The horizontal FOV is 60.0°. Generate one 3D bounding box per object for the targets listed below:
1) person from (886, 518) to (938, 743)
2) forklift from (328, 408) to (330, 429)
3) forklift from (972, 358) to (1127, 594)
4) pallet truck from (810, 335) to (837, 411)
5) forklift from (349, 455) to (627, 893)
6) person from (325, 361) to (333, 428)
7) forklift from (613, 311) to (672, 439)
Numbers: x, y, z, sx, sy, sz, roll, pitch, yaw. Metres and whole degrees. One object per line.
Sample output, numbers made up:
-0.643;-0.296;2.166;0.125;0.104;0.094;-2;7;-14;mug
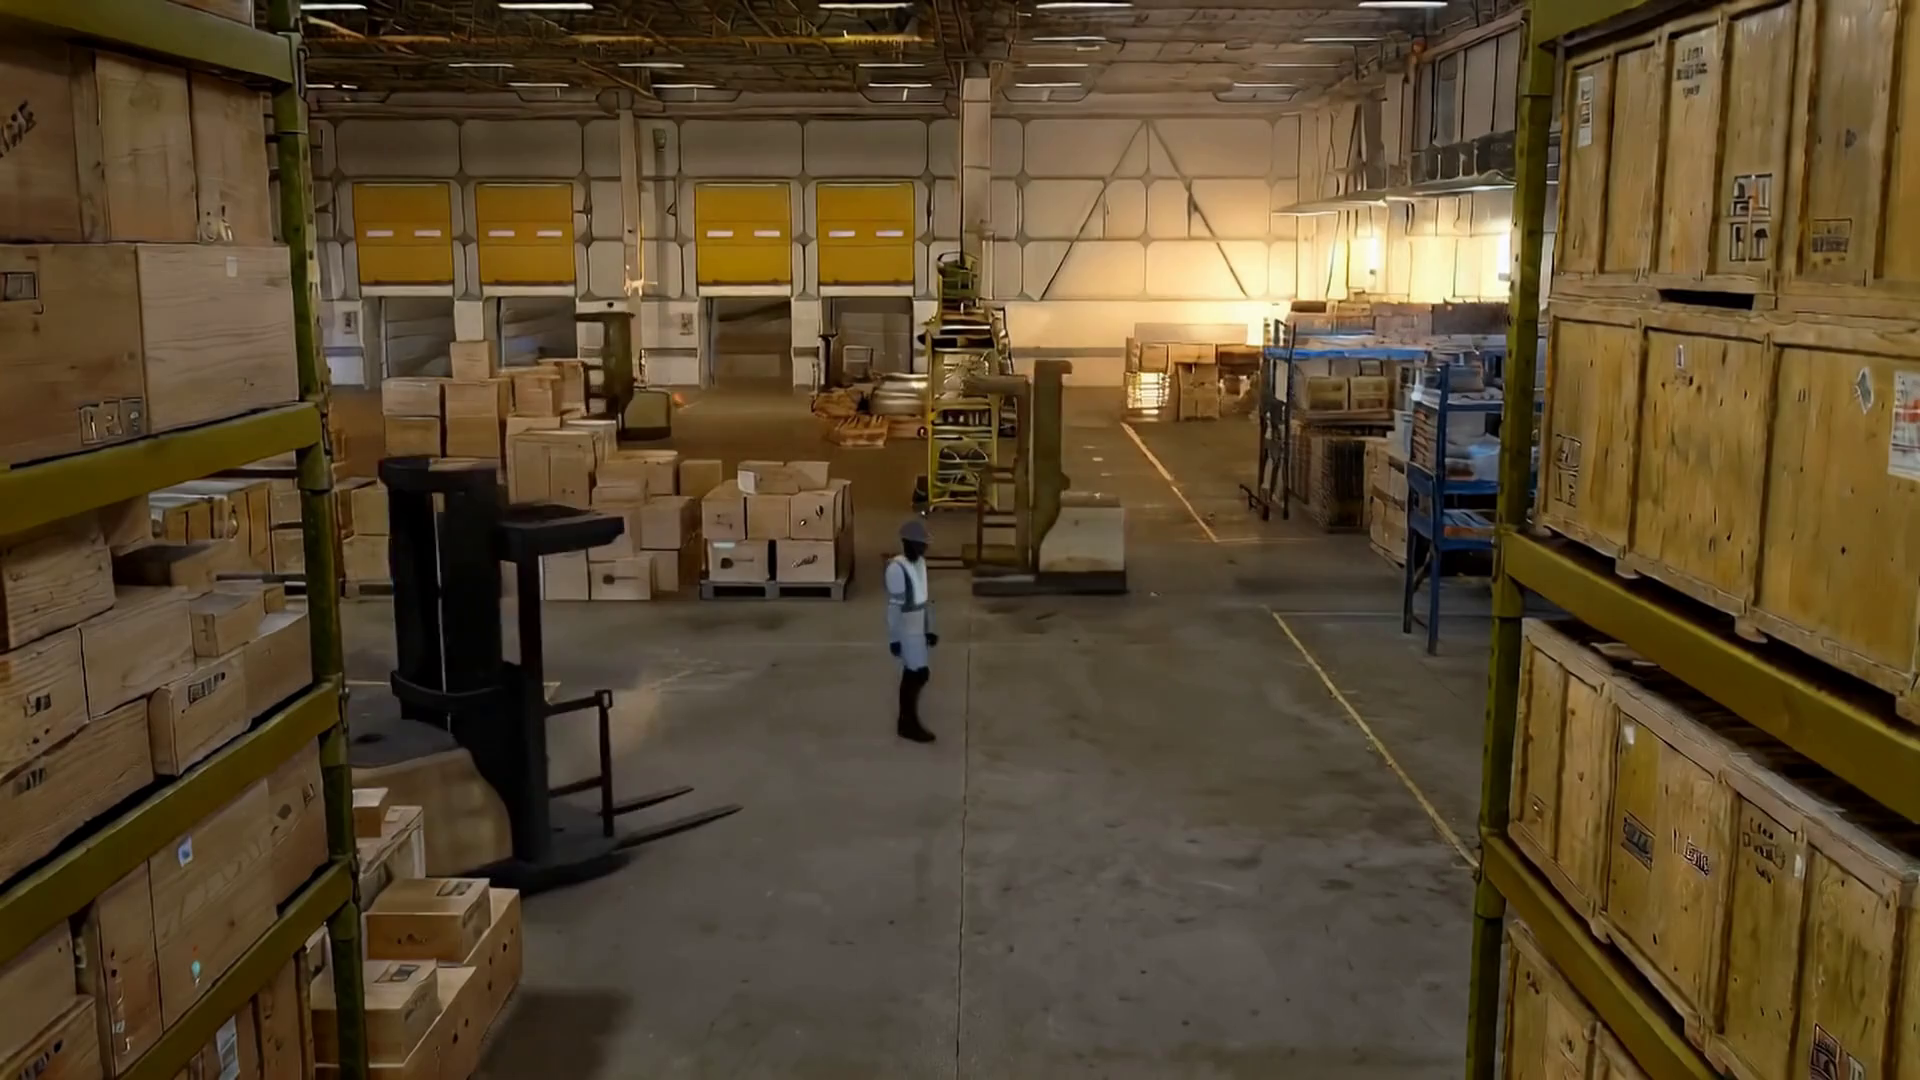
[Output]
-0.336;0.762;14.066;0.541;1.919;0.567;4;10;20;person
-13.015;-2.830;32.031;1.129;2.768;1.873;0;10;1;forklift
1.086;-0.806;20.352;1.873;2.768;1.129;0;10;1;forklift
-3.021;-4.312;43.126;1.885;1.965;0.823;3;10;17;pallet truck
-3.288;0.876;10.645;1.873;2.768;1.129;-10;14;-44;forklift
-15.031;-3.576;39.053;0.553;1.935;0.361;-4;11;-22;person
-7.380;-3.629;36.642;1.873;2.768;1.129;-3;10;-16;forklift
